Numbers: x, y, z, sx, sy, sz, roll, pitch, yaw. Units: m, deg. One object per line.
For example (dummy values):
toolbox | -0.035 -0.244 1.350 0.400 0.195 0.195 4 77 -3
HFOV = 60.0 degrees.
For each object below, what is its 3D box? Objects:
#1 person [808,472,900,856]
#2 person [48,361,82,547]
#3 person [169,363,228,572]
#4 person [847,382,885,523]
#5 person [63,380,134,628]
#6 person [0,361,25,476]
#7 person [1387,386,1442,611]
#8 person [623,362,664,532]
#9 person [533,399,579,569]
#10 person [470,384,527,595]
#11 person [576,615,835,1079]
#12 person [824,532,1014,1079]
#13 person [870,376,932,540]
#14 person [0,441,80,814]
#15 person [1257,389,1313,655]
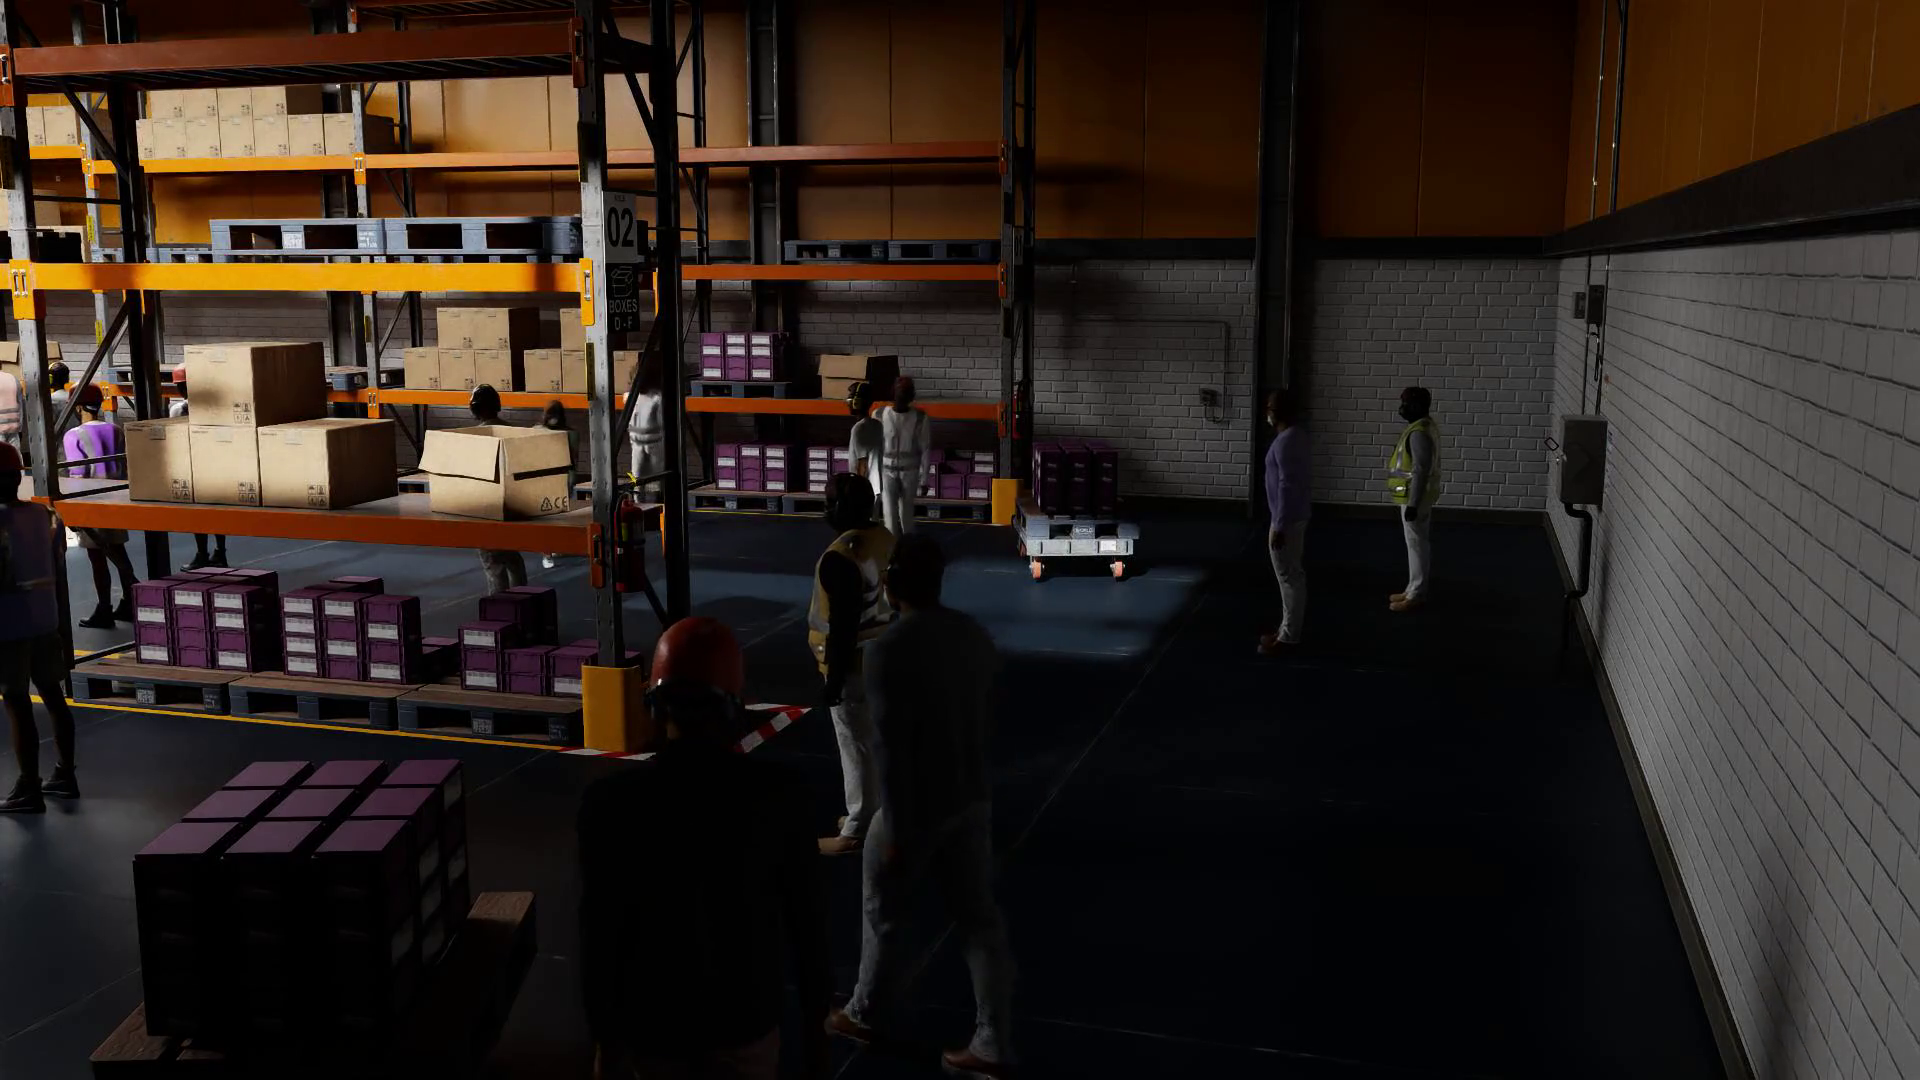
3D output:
person | -0.512 0.592 7.974 0.430 1.844 0.623 3 10 18
person | -9.010 -0.855 16.741 0.331 1.861 0.513 3 10 18
person | -7.056 -0.664 15.346 0.376 1.934 0.547 3 10 18
person | -0.794 -0.370 13.765 0.331 1.867 0.513 3 10 18
person | -6.751 -0.280 12.994 0.379 1.938 0.547 3 10 18
person | -11.107 -1.248 19.202 0.430 1.841 0.623 3 10 18
person | 3.716 -0.335 13.627 0.430 1.844 0.623 3 10 18
person | -3.256 -1.005 17.793 0.589 1.835 0.934 3 10 19
person | -3.856 -0.561 15.761 0.506 1.592 0.700 -2 9 -11
person | -3.518 -0.207 12.560 0.375 1.936 0.628 3 10 18
person | -0.620 1.180 4.068 0.629 1.959 0.913 -1 9 -4
person | -0.148 0.920 5.810 0.935 1.890 0.638 9 13 42
person | -0.568 -0.615 15.402 0.622 1.834 0.923 0 9 -1
person | -4.867 0.447 8.578 0.376 1.934 0.547 3 10 18
person | 2.363 -0.127 12.069 0.375 1.936 0.628 3 10 18
